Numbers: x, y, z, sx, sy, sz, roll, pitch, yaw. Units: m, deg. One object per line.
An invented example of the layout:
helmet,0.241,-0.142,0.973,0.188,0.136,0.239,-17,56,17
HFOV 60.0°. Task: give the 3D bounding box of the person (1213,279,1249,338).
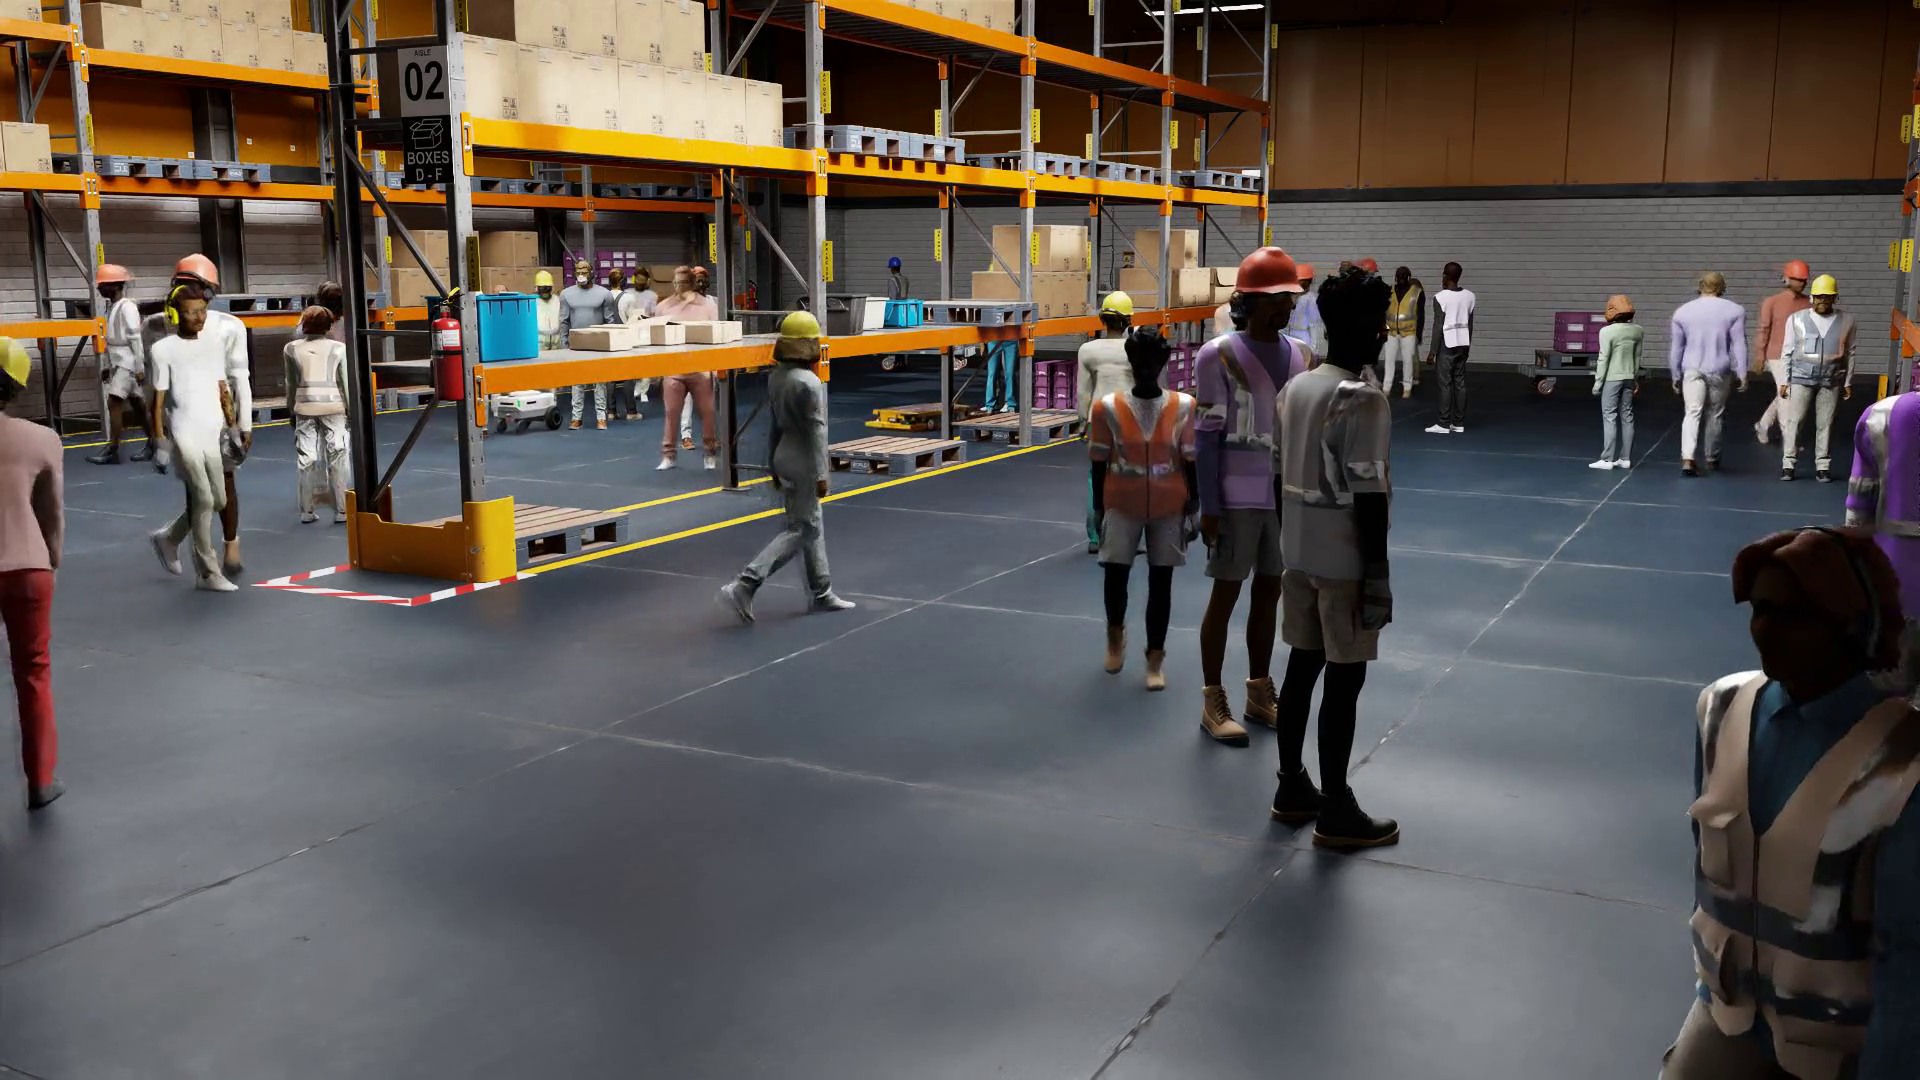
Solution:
person,2.714,-1.654,15.980,0.610,1.858,1.003,0,10,2

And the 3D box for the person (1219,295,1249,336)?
person,2.505,-1.373,14.958,0.891,1.643,0.541,-8,13,-40

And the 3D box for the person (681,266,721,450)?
person,-2.693,-1.875,17.184,0.584,1.882,0.337,-6,12,-32

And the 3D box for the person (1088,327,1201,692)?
person,0.860,-0.136,7.692,0.537,1.689,0.356,0,10,2

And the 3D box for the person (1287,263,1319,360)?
person,4.086,-2.325,19.728,0.899,1.909,0.560,-1,10,-5

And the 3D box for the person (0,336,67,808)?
person,-3.523,0.149,5.935,0.368,1.721,0.695,7,12,33

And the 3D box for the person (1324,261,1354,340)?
person,5.481,-3.011,23.694,0.651,1.906,0.402,7,12,33

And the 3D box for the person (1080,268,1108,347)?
person,2.302,-3.892,29.062,0.604,1.819,0.512,2,10,12

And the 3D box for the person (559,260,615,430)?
person,-4.266,-2.223,19.042,0.635,1.937,0.352,-1,10,-3

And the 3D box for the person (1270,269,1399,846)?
person,1.297,0.065,5.731,0.361,1.957,0.618,-3,10,-19

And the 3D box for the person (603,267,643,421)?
person,-4.111,-2.357,20.083,0.504,1.847,0.344,2,10,13

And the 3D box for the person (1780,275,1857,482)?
person,7.566,-1.418,14.688,0.600,1.829,0.404,3,10,19

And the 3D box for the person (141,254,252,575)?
person,-4.703,-0.751,10.312,0.596,2.004,0.776,-4,11,-21

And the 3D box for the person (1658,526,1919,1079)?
person,1.236,0.784,2.569,0.774,1.605,0.525,-4,11,-23

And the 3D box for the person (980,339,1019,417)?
person,0.531,-2.422,20.459,0.569,1.843,0.373,0,10,-2

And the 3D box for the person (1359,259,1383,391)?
person,5.723,-2.993,23.512,1.042,1.936,0.647,-4,11,-24

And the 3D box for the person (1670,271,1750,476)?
person,6.839,-1.516,15.201,0.697,1.864,1.047,5,11,28

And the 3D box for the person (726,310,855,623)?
person,-0.933,-0.398,9.120,0.784,1.714,0.493,-6,12,-32

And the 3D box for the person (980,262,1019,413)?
person,0.516,-2.573,21.139,0.635,1.917,0.396,9,14,44

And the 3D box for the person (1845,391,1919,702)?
person,3.004,0.187,5.101,0.374,1.934,0.548,-7,12,-36

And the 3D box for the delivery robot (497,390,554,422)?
delivery robot,-4.918,-1.542,18.829,0.477,0.478,0.707,4,10,21

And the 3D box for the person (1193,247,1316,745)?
person,1.246,-0.180,6.909,0.605,2.045,0.378,-6,11,-29

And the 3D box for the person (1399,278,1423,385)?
person,6.942,-3.195,25.549,0.280,1.634,0.498,1,10,6

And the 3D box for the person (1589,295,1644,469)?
person,6.156,-1.475,15.592,0.497,1.633,0.288,-4,11,-23

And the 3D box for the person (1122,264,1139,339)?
person,2.648,-3.386,26.054,0.429,1.845,0.621,-1,10,-3

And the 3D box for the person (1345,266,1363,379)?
person,5.331,-2.813,22.734,0.609,1.850,0.385,-6,11,-29

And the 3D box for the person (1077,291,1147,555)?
person,1.039,-0.774,11.150,0.523,1.769,0.322,4,11,24

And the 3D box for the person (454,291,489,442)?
person,-5.285,-2.028,17.909,0.365,1.939,0.636,0,10,-1

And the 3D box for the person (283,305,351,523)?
person,-4.782,-0.932,12.451,0.518,1.634,0.311,0,10,-2

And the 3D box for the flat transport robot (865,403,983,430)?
flat transport robot,-0.404,-1.449,19.384,0.652,0.197,1.431,7,12,35

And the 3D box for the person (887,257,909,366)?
person,-1.133,-4.100,29.891,0.401,1.941,0.616,5,11,25

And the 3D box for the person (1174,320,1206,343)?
person,3.727,-3.572,27.110,0.584,1.896,0.526,-4,10,-20

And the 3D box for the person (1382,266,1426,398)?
person,6.151,-2.900,23.243,0.629,1.842,0.429,5,11,26

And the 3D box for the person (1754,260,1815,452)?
person,8.557,-1.917,17.231,0.628,1.959,0.972,-1,10,-5

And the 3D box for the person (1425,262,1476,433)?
person,5.523,-2.156,18.709,0.587,1.920,0.391,-5,11,-29

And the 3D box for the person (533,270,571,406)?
person,-5.094,-2.410,20.505,0.596,1.810,0.428,-5,11,-28

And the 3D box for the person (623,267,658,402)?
person,-4.354,-2.793,22.643,0.552,1.837,0.553,0,10,2

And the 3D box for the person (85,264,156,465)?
person,-8.118,-1.671,15.945,0.854,1.900,0.572,-8,13,-40

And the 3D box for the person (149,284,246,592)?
person,-4.660,-0.617,10.026,0.711,1.846,0.521,4,11,22

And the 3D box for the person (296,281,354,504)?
person,-4.948,-1.150,13.234,0.629,1.797,0.823,1,10,8

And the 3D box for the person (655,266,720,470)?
person,-2.543,-1.595,15.514,0.647,1.906,0.403,0,10,1

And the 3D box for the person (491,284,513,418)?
person,-5.595,-2.307,20.394,0.525,1.639,0.307,-1,10,-3
